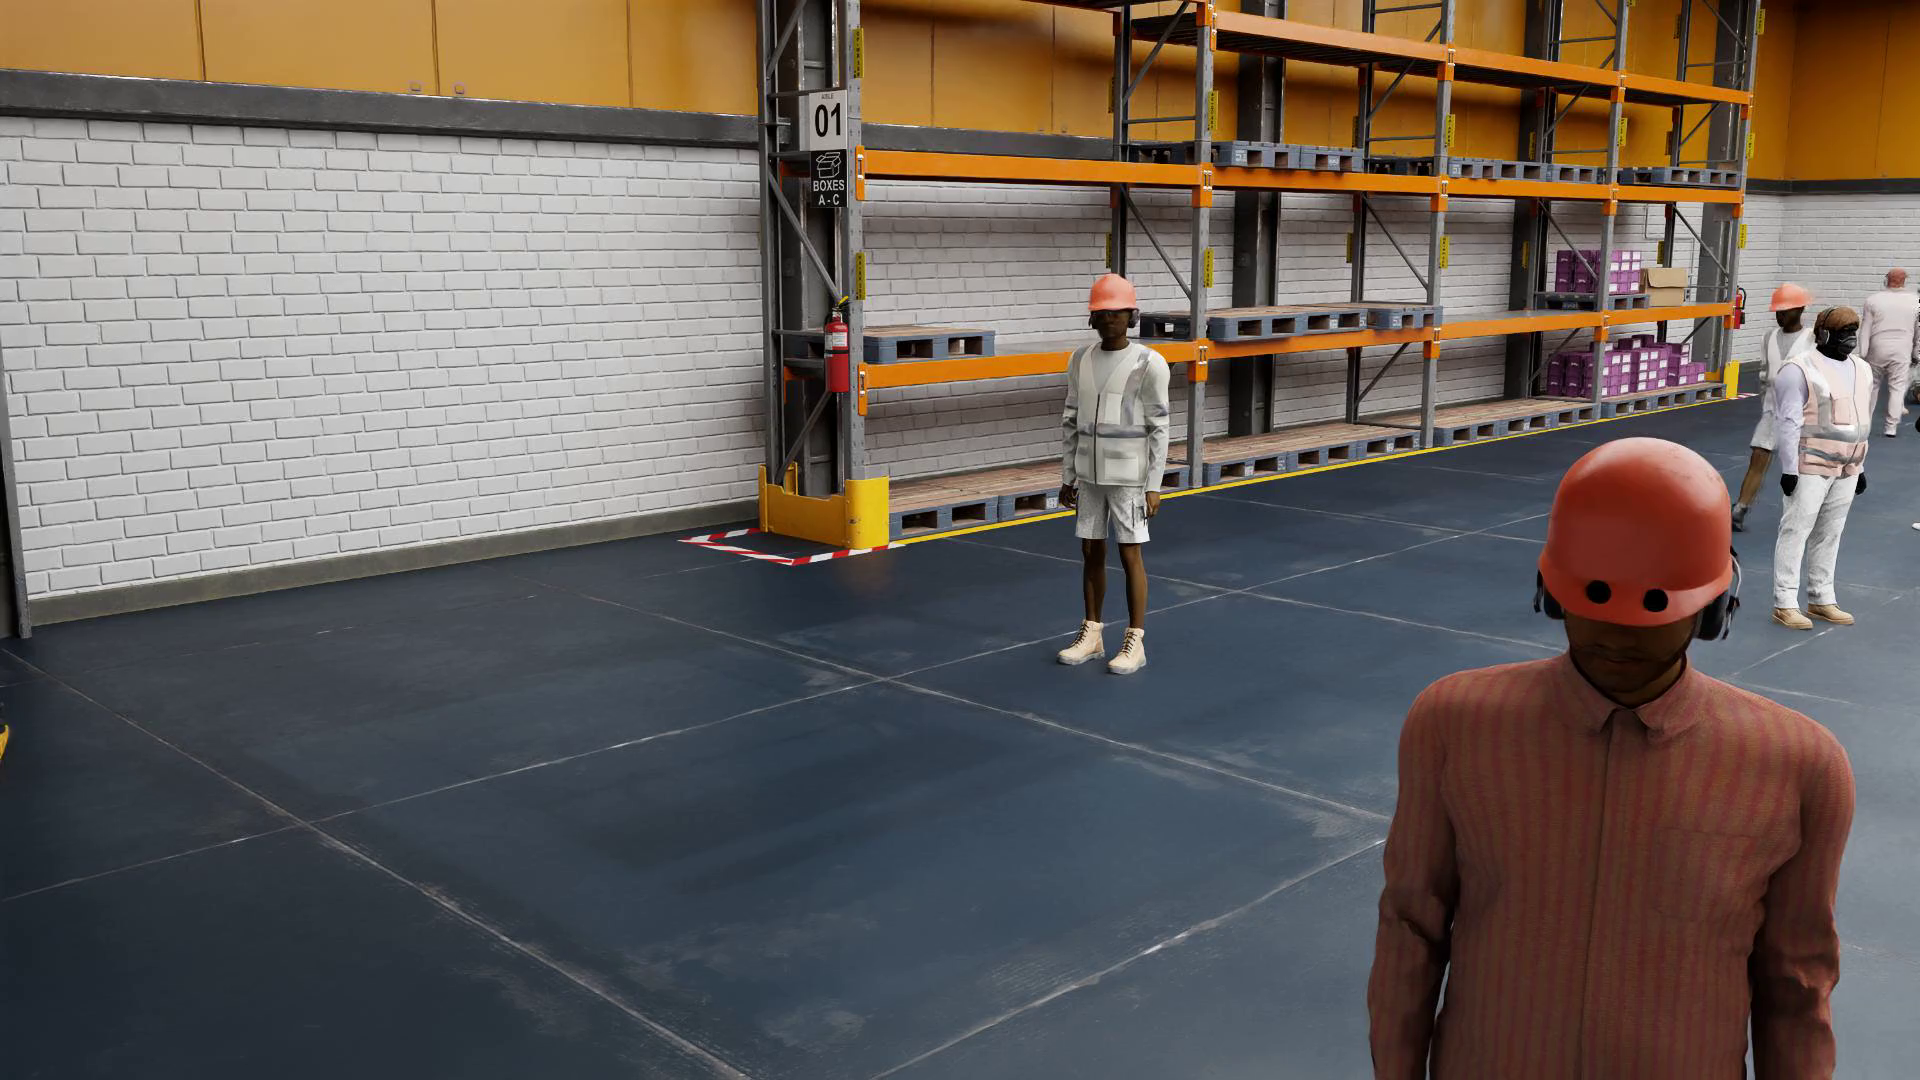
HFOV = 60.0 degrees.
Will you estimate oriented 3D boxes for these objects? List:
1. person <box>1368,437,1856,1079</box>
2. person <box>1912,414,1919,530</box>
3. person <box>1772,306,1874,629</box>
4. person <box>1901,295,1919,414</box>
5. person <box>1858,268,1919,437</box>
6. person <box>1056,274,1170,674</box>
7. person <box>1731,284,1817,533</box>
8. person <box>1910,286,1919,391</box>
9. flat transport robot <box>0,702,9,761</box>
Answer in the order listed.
[{"bbox_3d":[0.873,0.839,2.322,0.611,1.985,0.393,4,11,19],"label":"person"},{"bbox_3d":[7.500,-1.002,12.527,0.594,1.922,0.385,-1,10,-4],"label":"person"},{"bbox_3d":[4.961,-0.413,9.543,0.627,1.844,0.429,-4,11,-21],"label":"person"},{"bbox_3d":[12.074,-2.428,20.690,0.638,1.798,0.983,-3,11,-15],"label":"person"},{"bbox_3d":[10.486,-2.121,18.795,0.671,1.863,0.958,4,11,20],"label":"person"},{"bbox_3d":[0.765,-0.333,8.548,0.615,2.043,0.372,8,13,38],"label":"person"},{"bbox_3d":[6.167,-0.970,12.472,1.037,1.869,0.561,-7,12,-33],"label":"person"},{"bbox_3d":[13.938,-3.061,23.944,0.386,1.853,0.553,-4,11,-22],"label":"person"},{"bbox_3d":[-4.705,0.888,6.732,1.431,0.197,0.652,-5,11,-25],"label":"flat transport robot"}]
